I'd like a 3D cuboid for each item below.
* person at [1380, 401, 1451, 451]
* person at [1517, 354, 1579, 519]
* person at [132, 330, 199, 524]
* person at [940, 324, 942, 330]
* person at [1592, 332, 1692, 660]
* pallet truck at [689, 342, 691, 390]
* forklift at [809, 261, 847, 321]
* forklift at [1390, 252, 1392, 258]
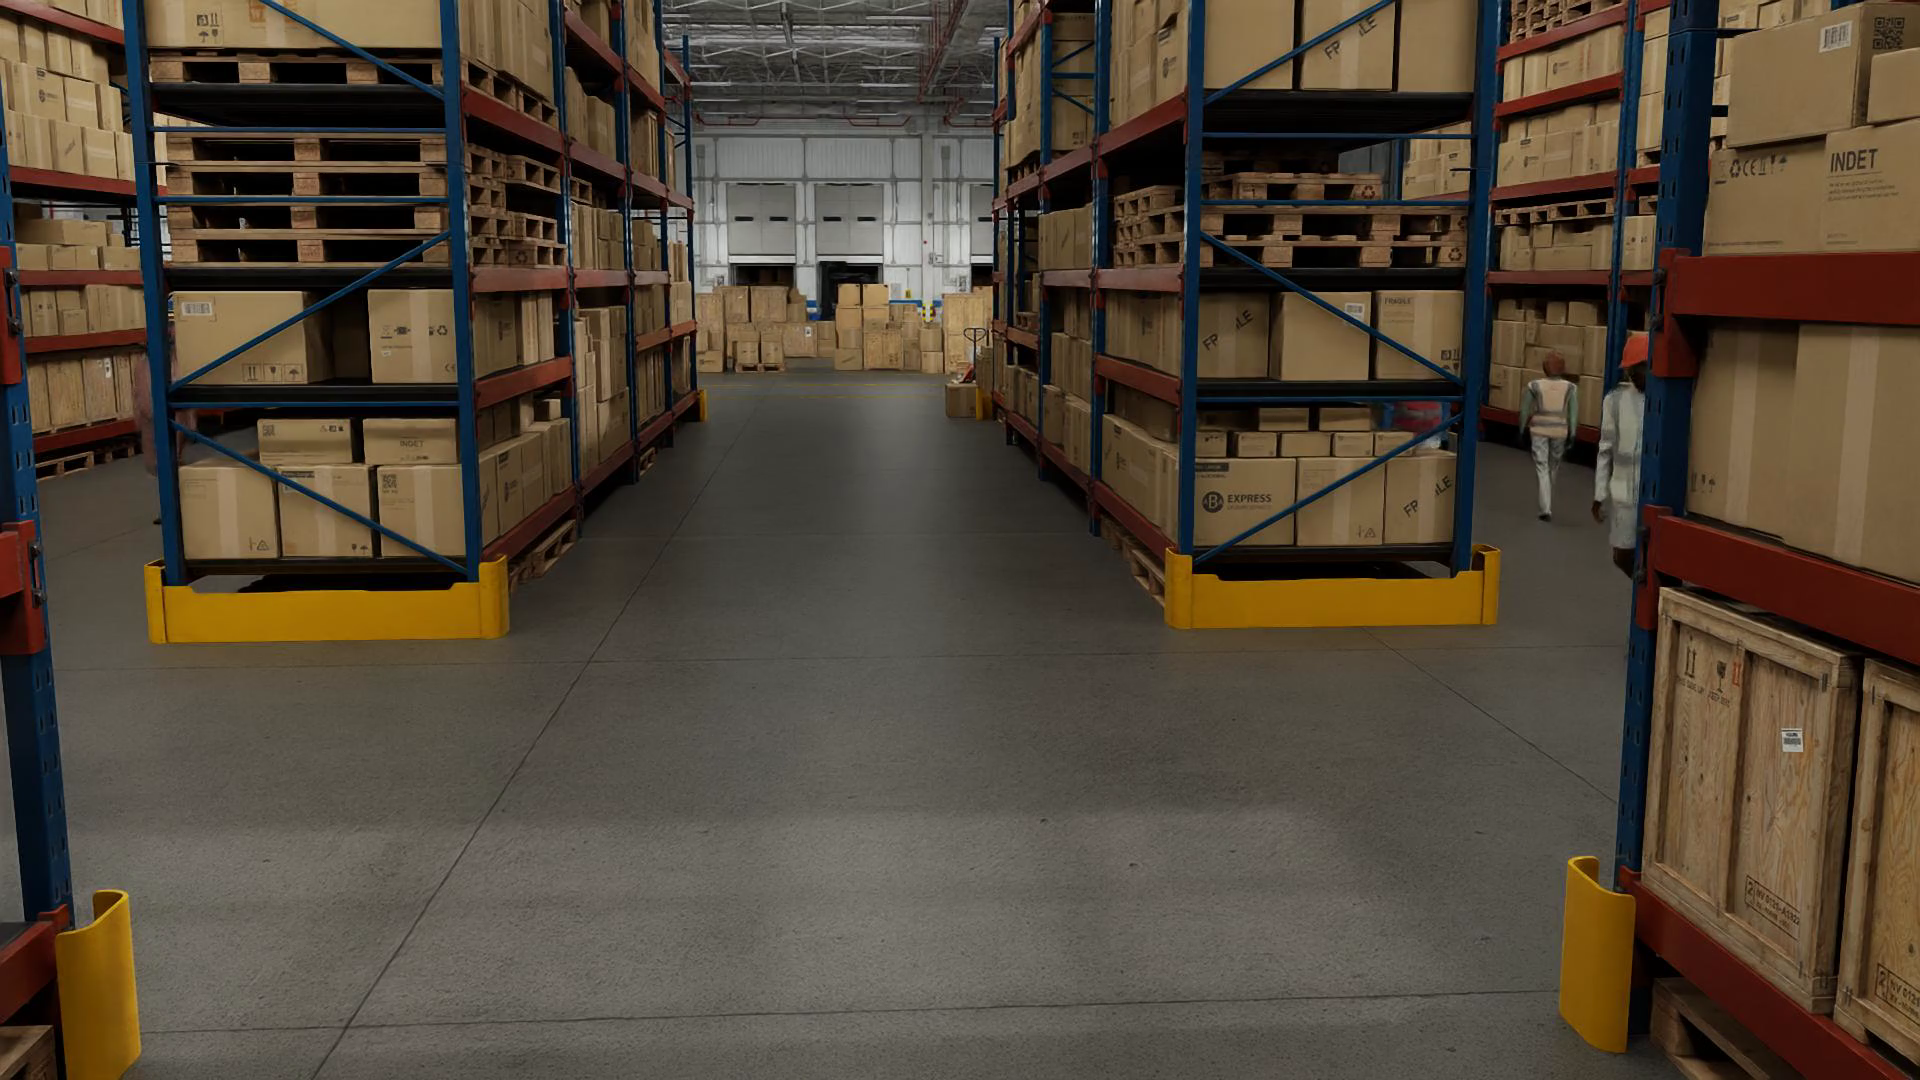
[{"bbox_3d":[4.154,-0.964,15.202,0.632,1.829,0.520,-1,9,-4],"label":"person"},{"bbox_3d":[5.728,-1.011,16.196,0.523,1.599,0.853,1,9,6],"label":"person"},{"bbox_3d":[-7.589,-1.118,15.951,0.657,1.885,0.657,2,9,11],"label":"person"},{"bbox_3d":[-0.503,-9.336,68.477,0.860,1.592,0.496,-1,9,-8],"label":"person"},{"bbox_3d":[4.315,-0.295,10.417,0.616,2.010,0.878,9,13,44],"label":"person"},{"bbox_3d":[-5.225,-3.008,27.480,1.885,1.965,0.823,2,9,14],"label":"pallet truck"},{"bbox_3d":[-4.183,-7.836,55.031,1.873,2.768,1.129,8,12,40],"label":"forklift"},{"bbox_3d":[8.612,-4.364,33.230,1.129,2.768,1.873,1,9,6],"label":"forklift"}]
